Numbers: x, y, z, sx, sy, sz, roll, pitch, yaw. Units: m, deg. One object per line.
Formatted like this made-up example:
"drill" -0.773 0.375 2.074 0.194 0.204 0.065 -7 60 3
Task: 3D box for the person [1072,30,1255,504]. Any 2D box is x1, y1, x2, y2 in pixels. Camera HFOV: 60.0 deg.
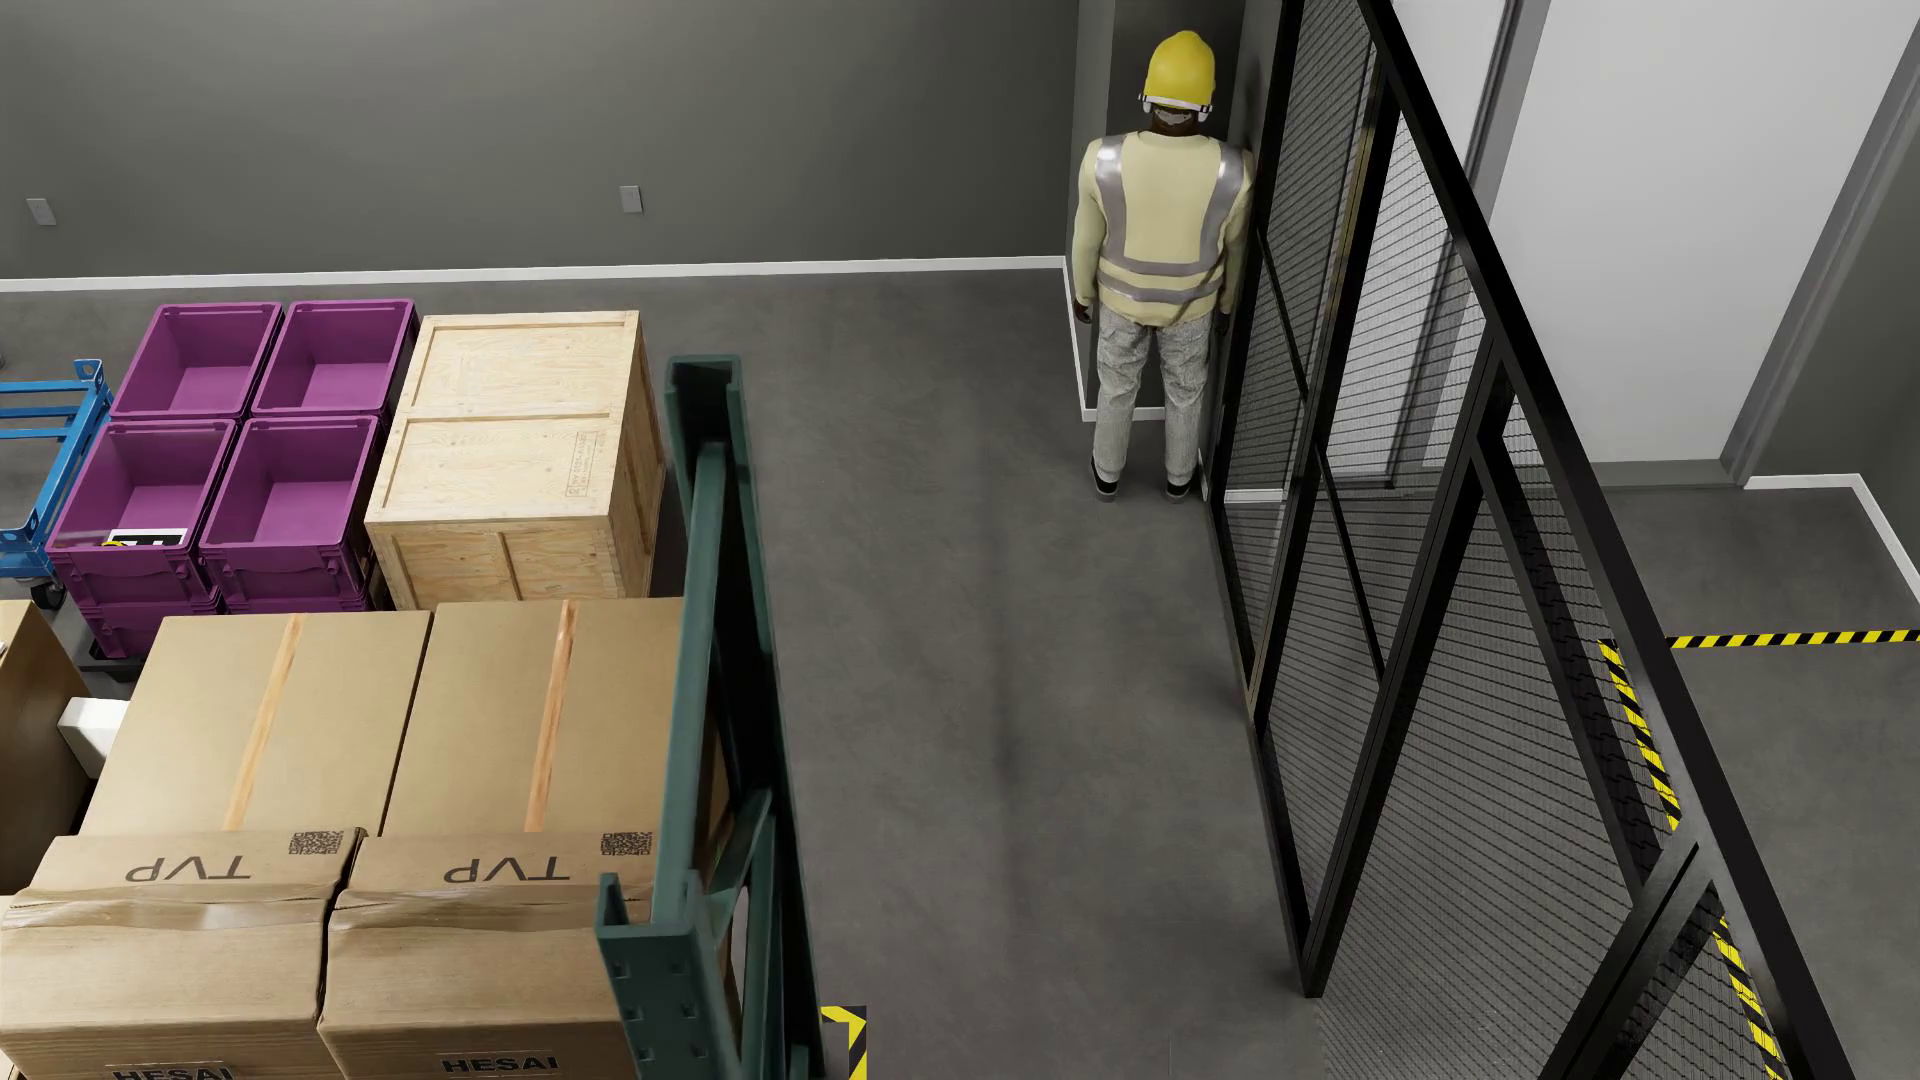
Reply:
"person" 0.673 -0.866 5.655 0.594 1.832 0.403 5 47 5

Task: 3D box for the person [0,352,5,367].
"person" -4.035 -1.279 5.978 0.379 1.940 0.629 -2 46 -2
